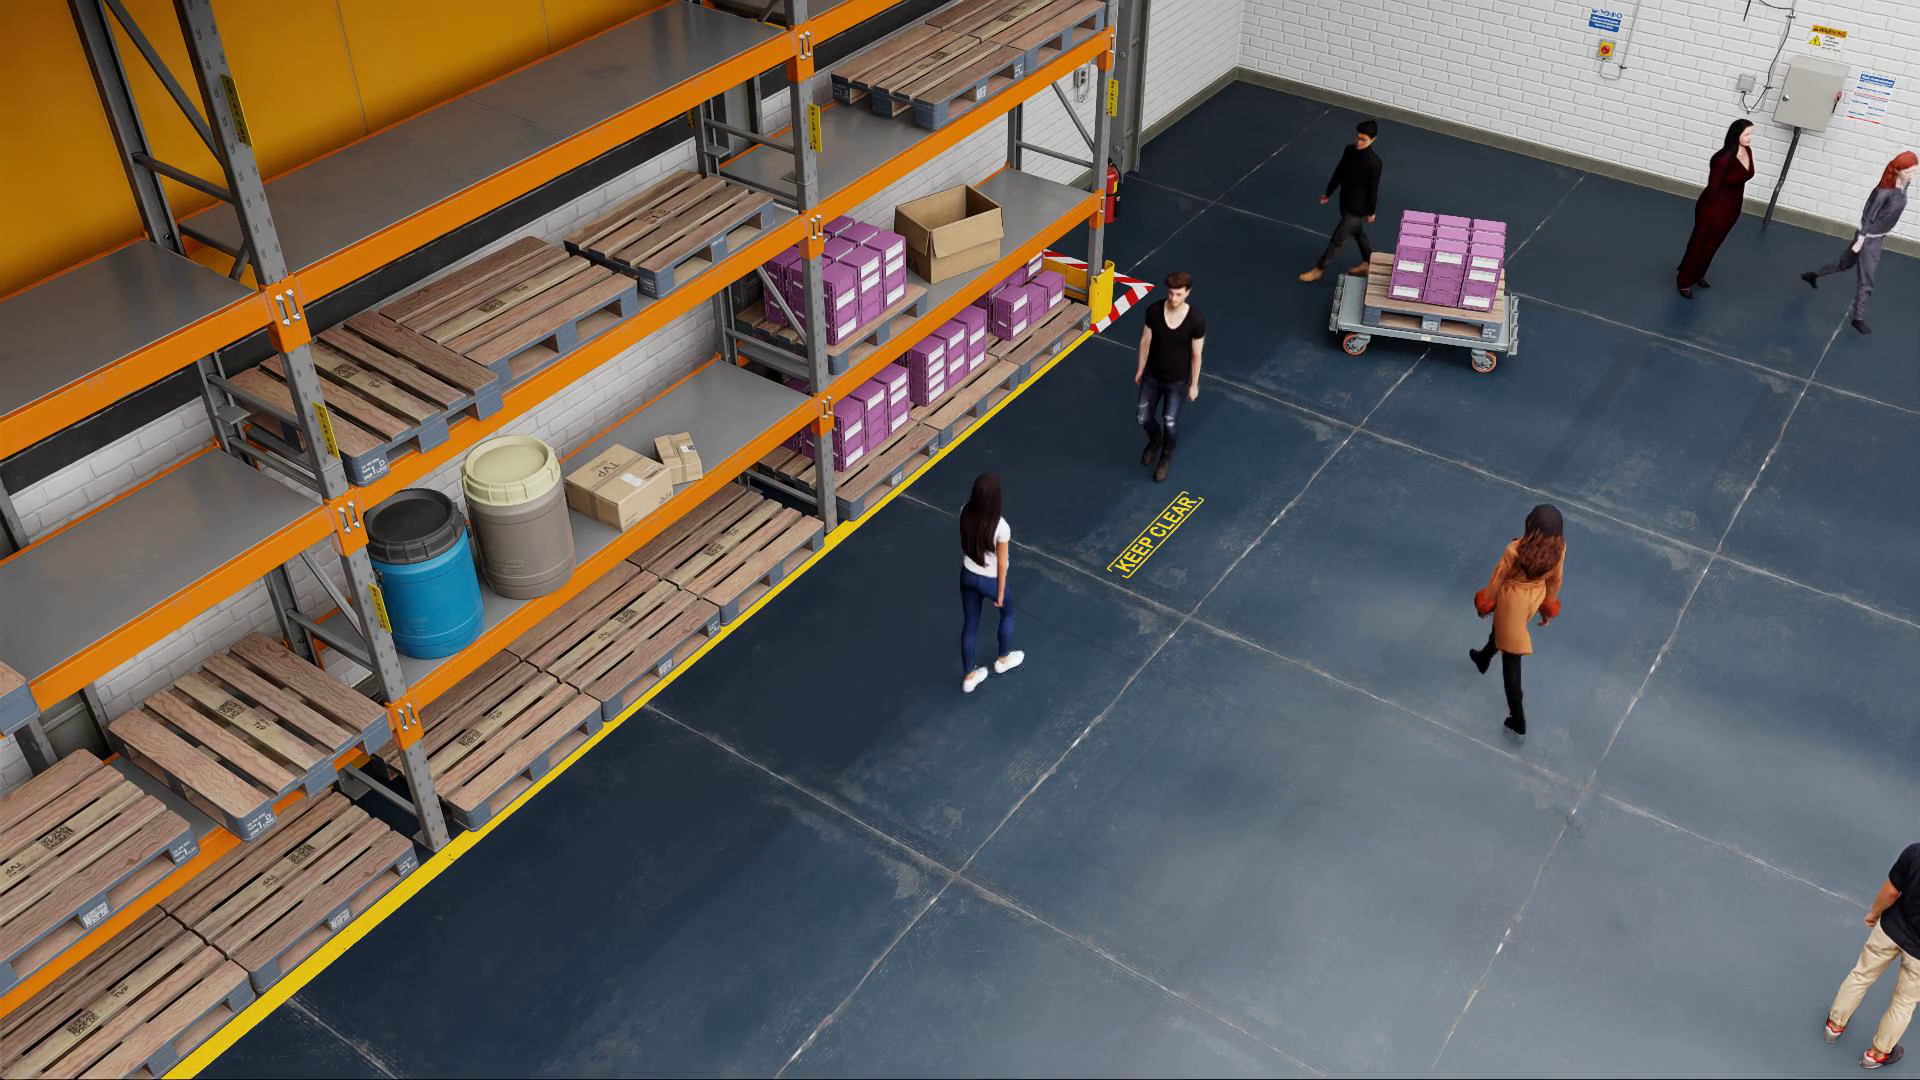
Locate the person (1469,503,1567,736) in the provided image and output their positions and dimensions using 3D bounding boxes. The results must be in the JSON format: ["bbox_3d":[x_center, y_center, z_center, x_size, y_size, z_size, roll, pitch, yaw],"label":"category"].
[{"bbox_3d":[3.743,0.532,11.080,1.177,1.676,1.243,-6,39,-7],"label":"person"}]

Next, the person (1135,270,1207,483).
[{"bbox_3d":[1.685,-1.360,13.281,0.764,1.885,0.759,14,41,17],"label":"person"}]

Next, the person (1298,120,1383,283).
[{"bbox_3d":[3.794,-3.196,15.746,1.182,1.677,1.089,-8,39,-10],"label":"person"}]

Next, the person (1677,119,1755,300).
[{"bbox_3d":[7.094,-3.121,15.589,0.618,1.757,0.775,-28,47,-31],"label":"person"}]

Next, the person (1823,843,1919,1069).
[{"bbox_3d":[5.103,2.142,8.918,0.639,1.857,0.712,-25,45,-28],"label":"person"}]

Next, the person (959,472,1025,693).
[{"bbox_3d":[0.110,0.334,11.262,0.592,1.758,0.748,24,44,27],"label":"person"}]

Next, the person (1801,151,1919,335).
[{"bbox_3d":[8.232,-2.778,15.175,1.102,1.738,0.924,-29,47,-31],"label":"person"}]
